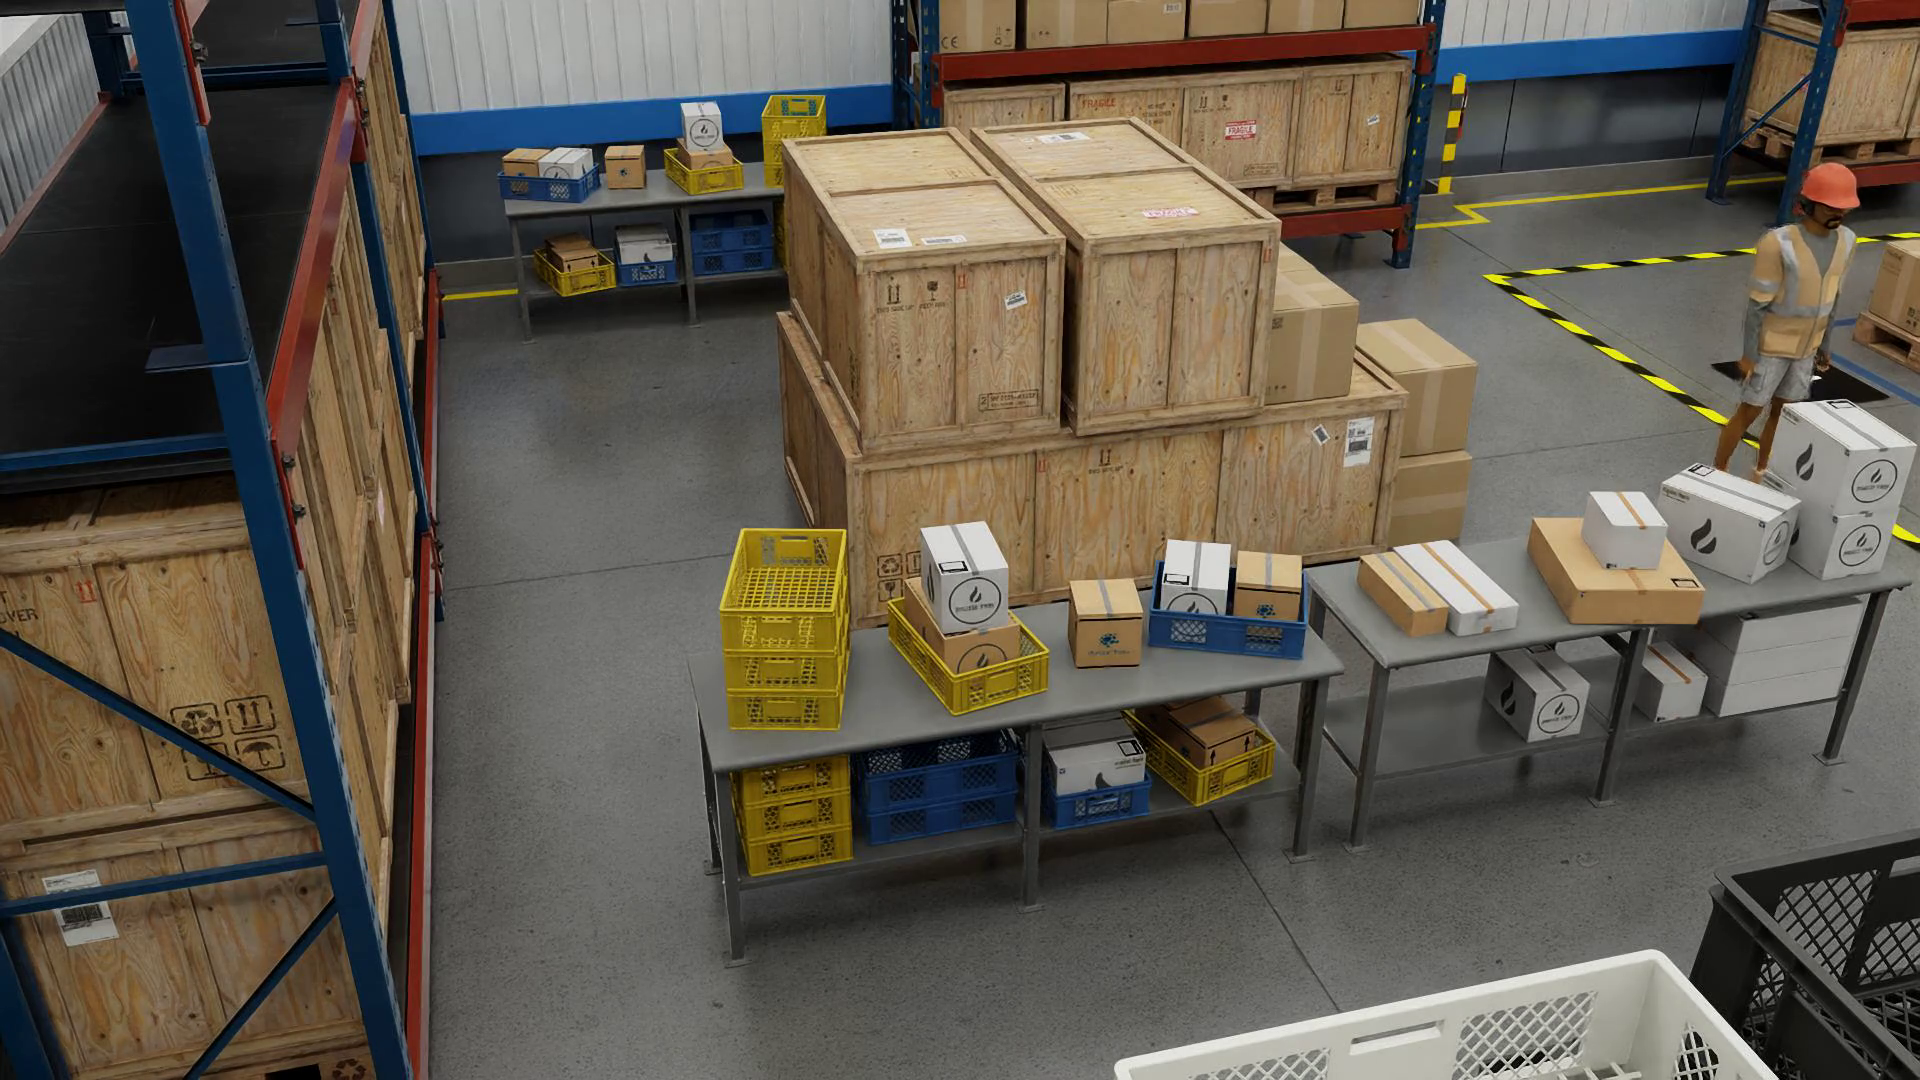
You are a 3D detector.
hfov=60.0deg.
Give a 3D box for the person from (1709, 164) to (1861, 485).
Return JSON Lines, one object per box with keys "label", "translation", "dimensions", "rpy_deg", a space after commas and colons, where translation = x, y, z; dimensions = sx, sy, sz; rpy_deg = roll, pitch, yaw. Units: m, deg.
{"label": "person", "translation": [4.605, -1.105, 9.310], "dimensions": [0.609, 2.050, 0.608], "rpy_deg": [-8, 30, -15]}
